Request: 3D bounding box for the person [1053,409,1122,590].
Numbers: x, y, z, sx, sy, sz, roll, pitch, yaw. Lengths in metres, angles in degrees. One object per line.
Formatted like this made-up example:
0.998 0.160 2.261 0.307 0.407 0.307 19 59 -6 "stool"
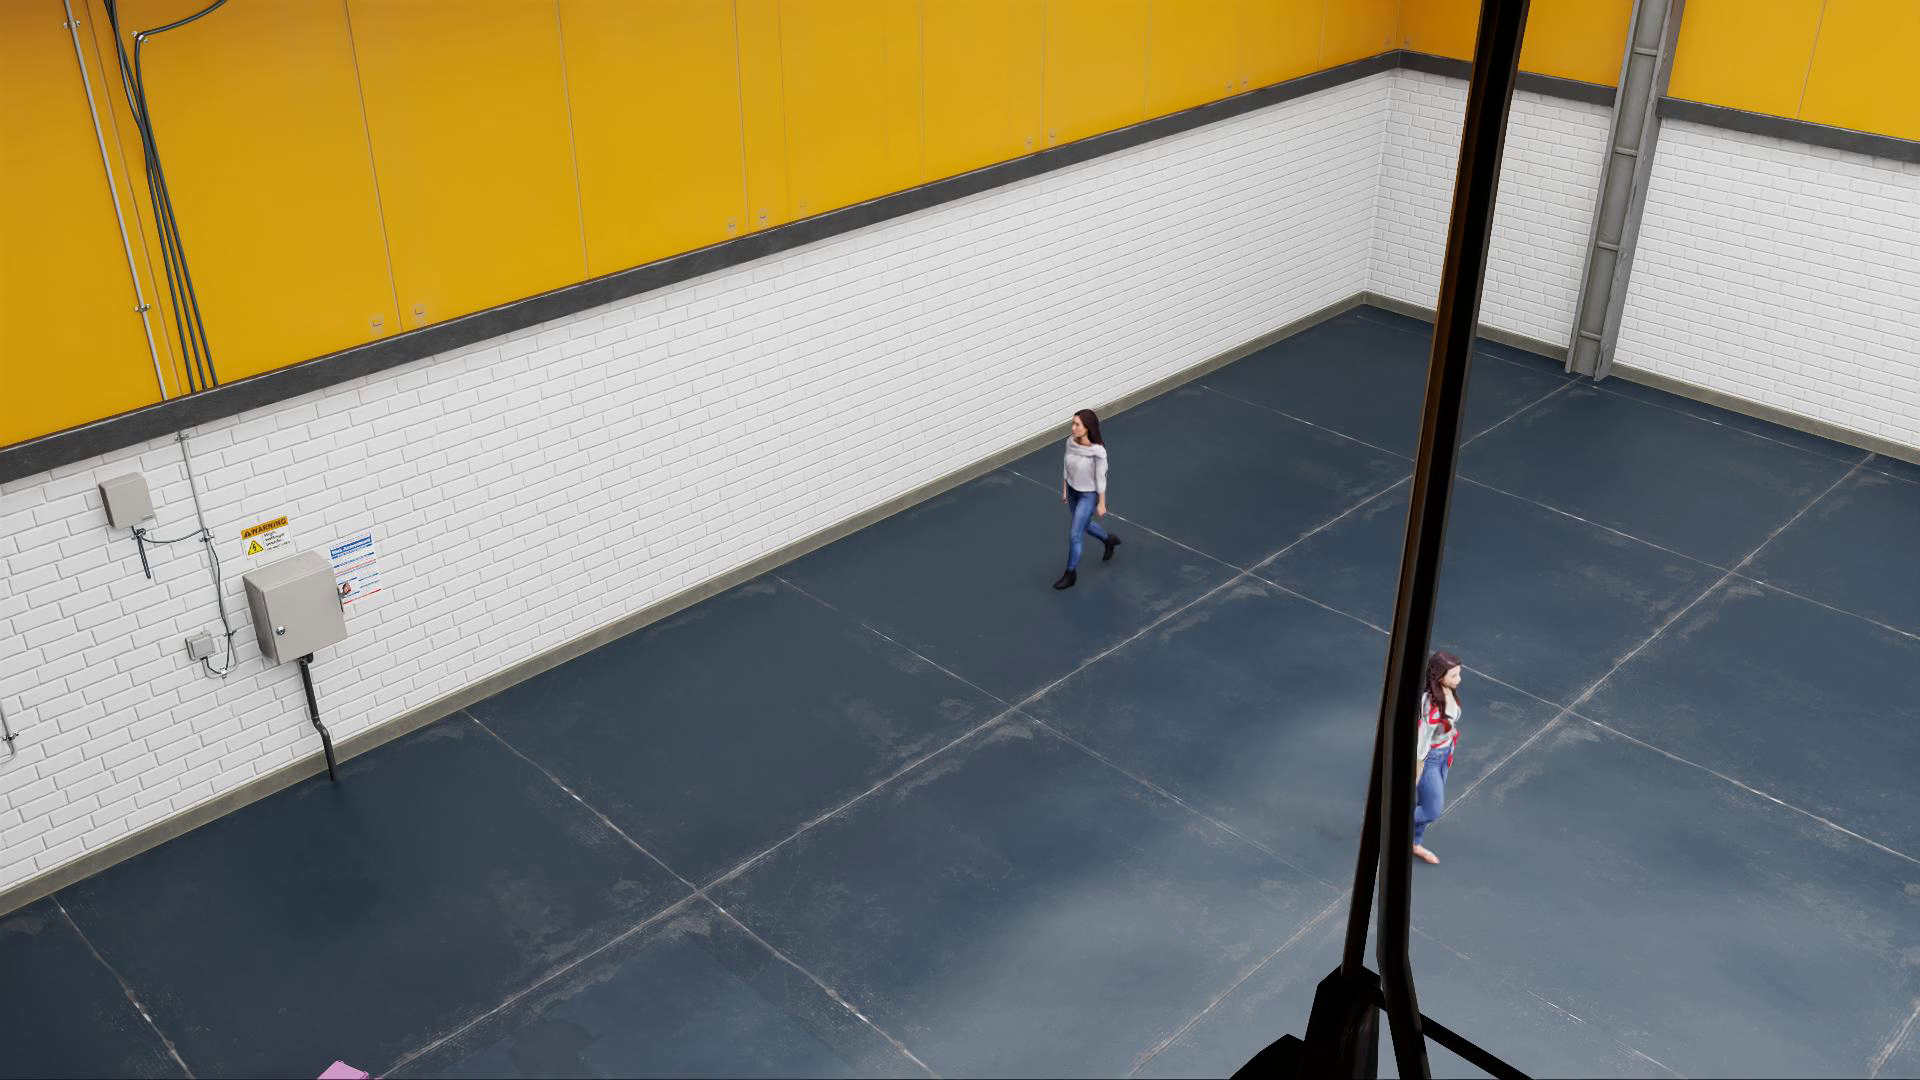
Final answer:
1.109 -0.382 14.073 0.776 1.607 1.000 -19 34 -31 "person"
